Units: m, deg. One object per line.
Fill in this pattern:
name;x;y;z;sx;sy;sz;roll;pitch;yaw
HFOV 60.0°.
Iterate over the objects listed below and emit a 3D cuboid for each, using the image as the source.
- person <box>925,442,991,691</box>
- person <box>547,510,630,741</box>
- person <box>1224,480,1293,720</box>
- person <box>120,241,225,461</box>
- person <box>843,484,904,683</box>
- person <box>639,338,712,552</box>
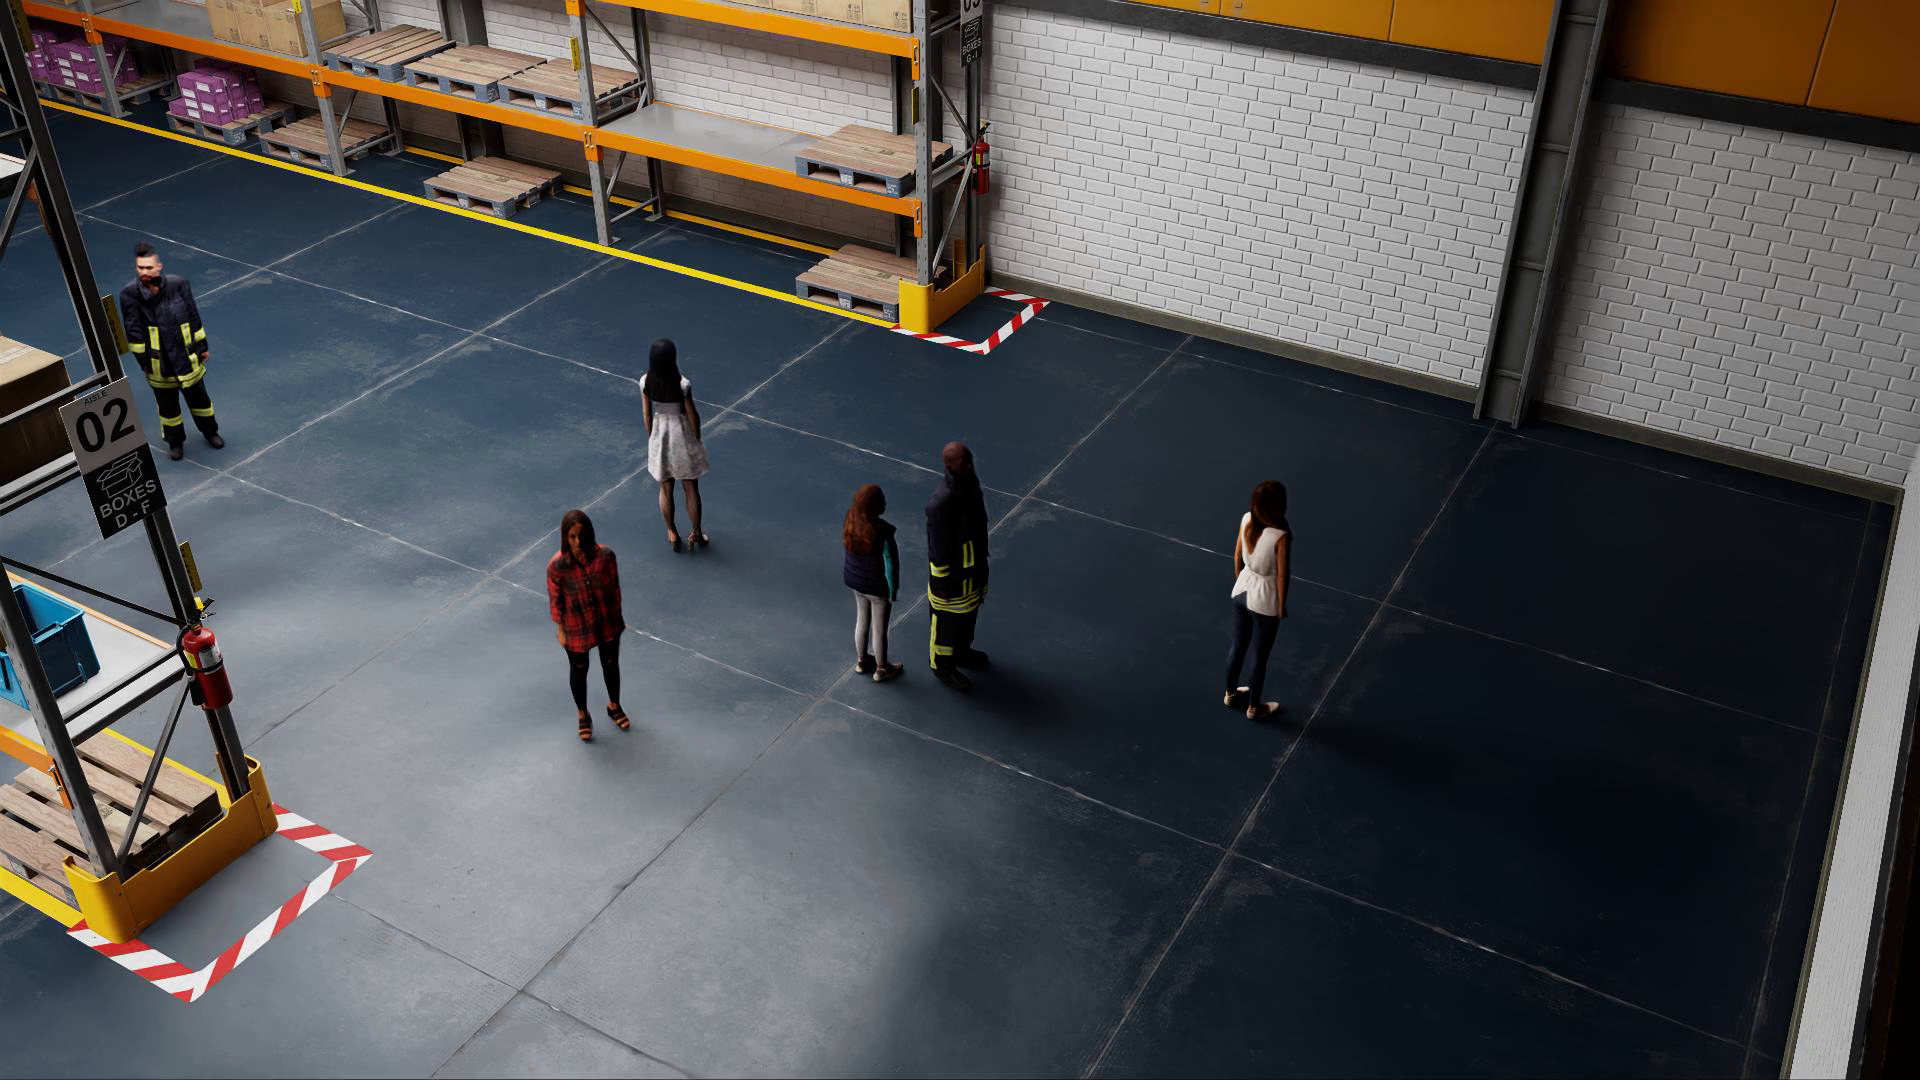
person;-0.032;0.133;11.210;0.650;1.822;0.740;16;37;23
person;-2.382;0.533;10.717;0.707;1.702;0.730;-15;37;-22
person;1.932;0.391;10.860;0.720;1.781;0.594;-22;40;-30
person;-6.541;-1.598;13.774;0.866;1.867;0.872;-19;38;-27
person;-0.603;0.285;11.273;0.573;1.500;0.680;27;42;34
person;-2.149;-0.712;12.526;0.691;1.774;0.798;6;34;9
